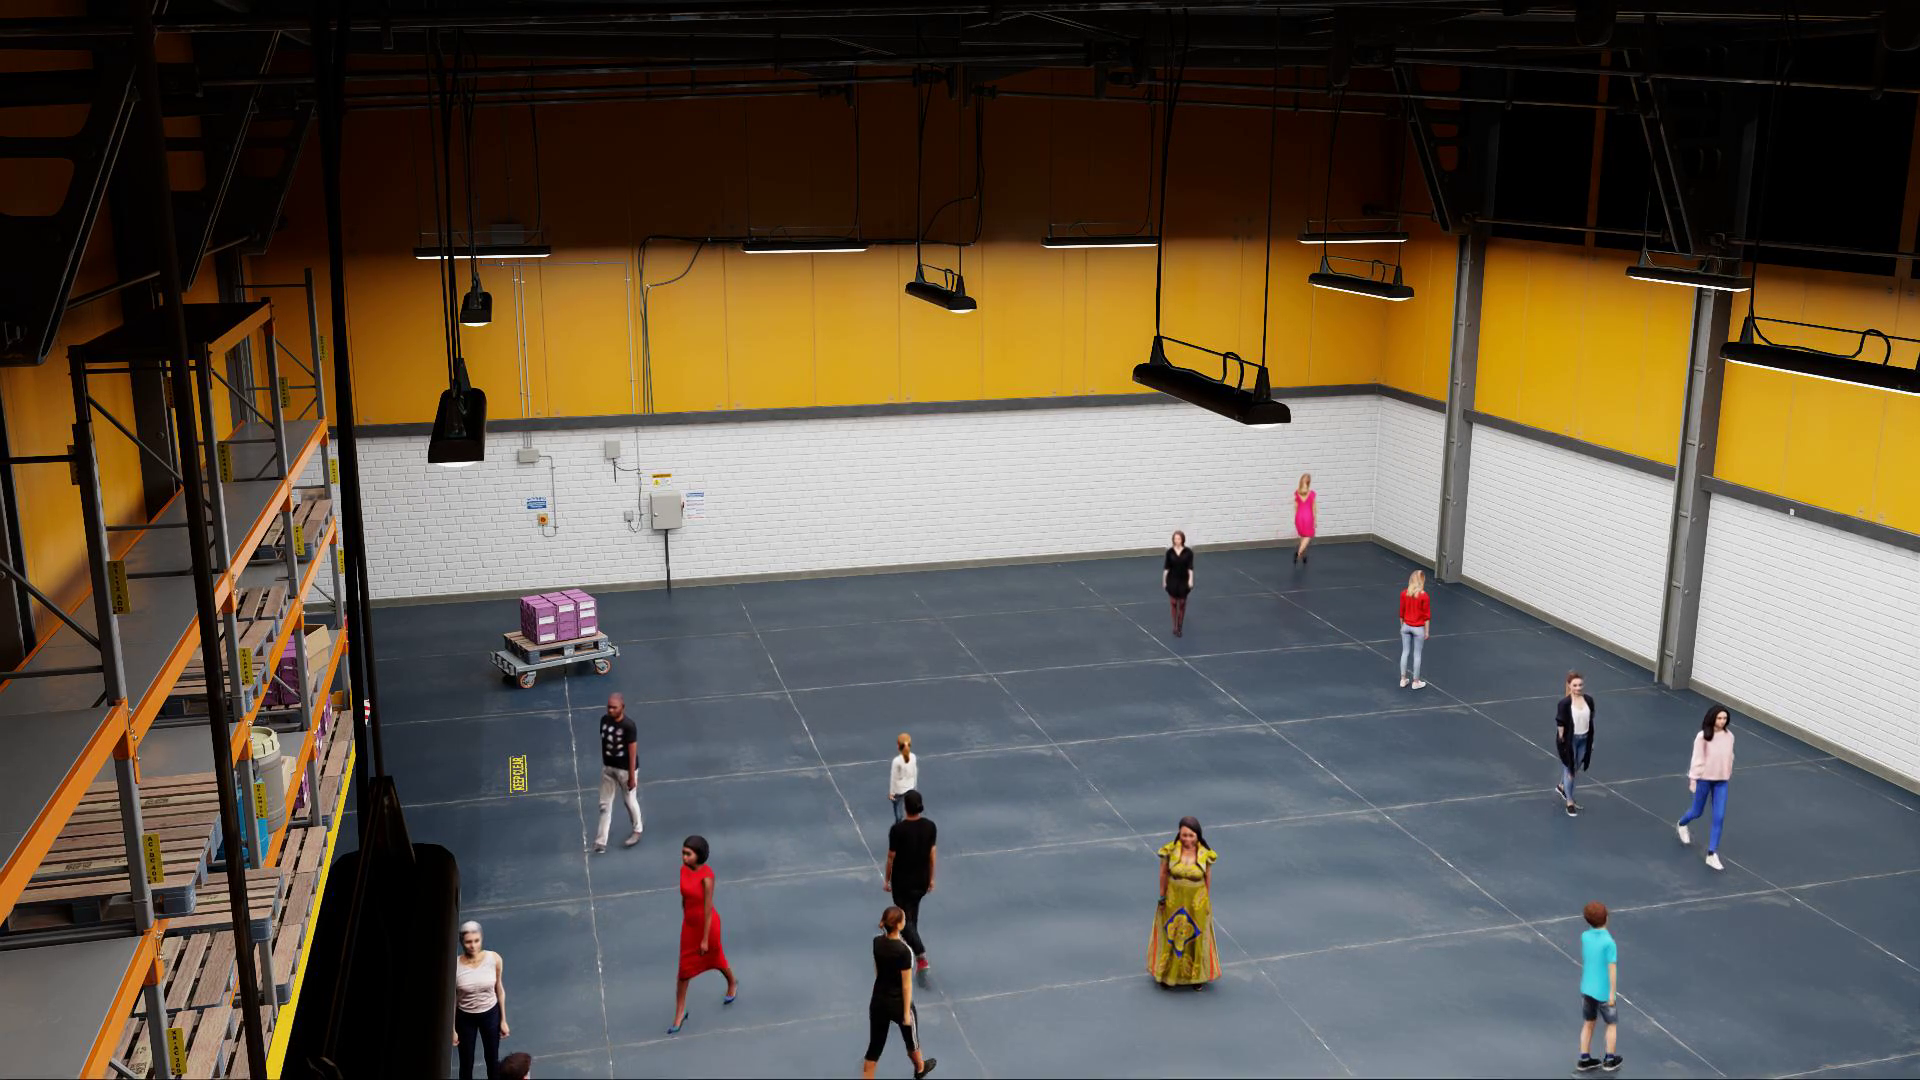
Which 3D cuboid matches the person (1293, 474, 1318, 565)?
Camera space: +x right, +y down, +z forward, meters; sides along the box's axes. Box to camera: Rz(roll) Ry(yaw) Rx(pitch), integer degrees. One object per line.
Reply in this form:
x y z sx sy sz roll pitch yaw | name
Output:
6.207 -0.331 30.033 0.973 1.702 0.981 9 17 34 | person

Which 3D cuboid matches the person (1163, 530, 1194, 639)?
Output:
3.413 0.653 25.998 0.770 1.689 0.854 3 14 12 | person

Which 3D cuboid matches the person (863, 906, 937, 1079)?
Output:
-0.601 3.753 13.326 1.091 1.627 1.067 11 17 38 | person

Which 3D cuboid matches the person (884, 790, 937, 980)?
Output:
-0.436 3.189 15.413 0.842 1.741 1.164 -8 16 -31 | person

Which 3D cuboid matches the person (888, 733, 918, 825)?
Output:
-0.583 2.753 18.138 0.642 1.306 0.811 -10 17 -35 | person

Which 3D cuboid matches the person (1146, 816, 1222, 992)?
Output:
2.053 3.292 15.159 0.950 1.660 0.910 1 14 3 | person

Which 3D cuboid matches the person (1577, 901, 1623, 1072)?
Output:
5.284 3.742 13.821 0.730 1.415 0.654 -5 14 -20 | person

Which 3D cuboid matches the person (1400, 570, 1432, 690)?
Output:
6.405 1.255 23.473 0.639 1.707 0.746 11 18 39 | person

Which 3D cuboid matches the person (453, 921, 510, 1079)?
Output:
-3.790 3.775 13.072 0.636 1.703 0.568 -6 15 -23 | person

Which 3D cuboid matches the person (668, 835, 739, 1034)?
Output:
-2.199 3.409 14.587 1.070 1.701 1.106 9 16 32 | person

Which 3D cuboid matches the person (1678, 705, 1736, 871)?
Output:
8.019 2.591 17.883 0.828 1.741 1.177 0 14 -1 | person

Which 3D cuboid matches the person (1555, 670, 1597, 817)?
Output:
7.075 2.302 19.212 0.666 1.676 0.884 -3 14 -14 | person

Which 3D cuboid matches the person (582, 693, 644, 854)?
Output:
-3.656 2.510 18.157 1.069 1.770 1.151 7 15 27 | person
